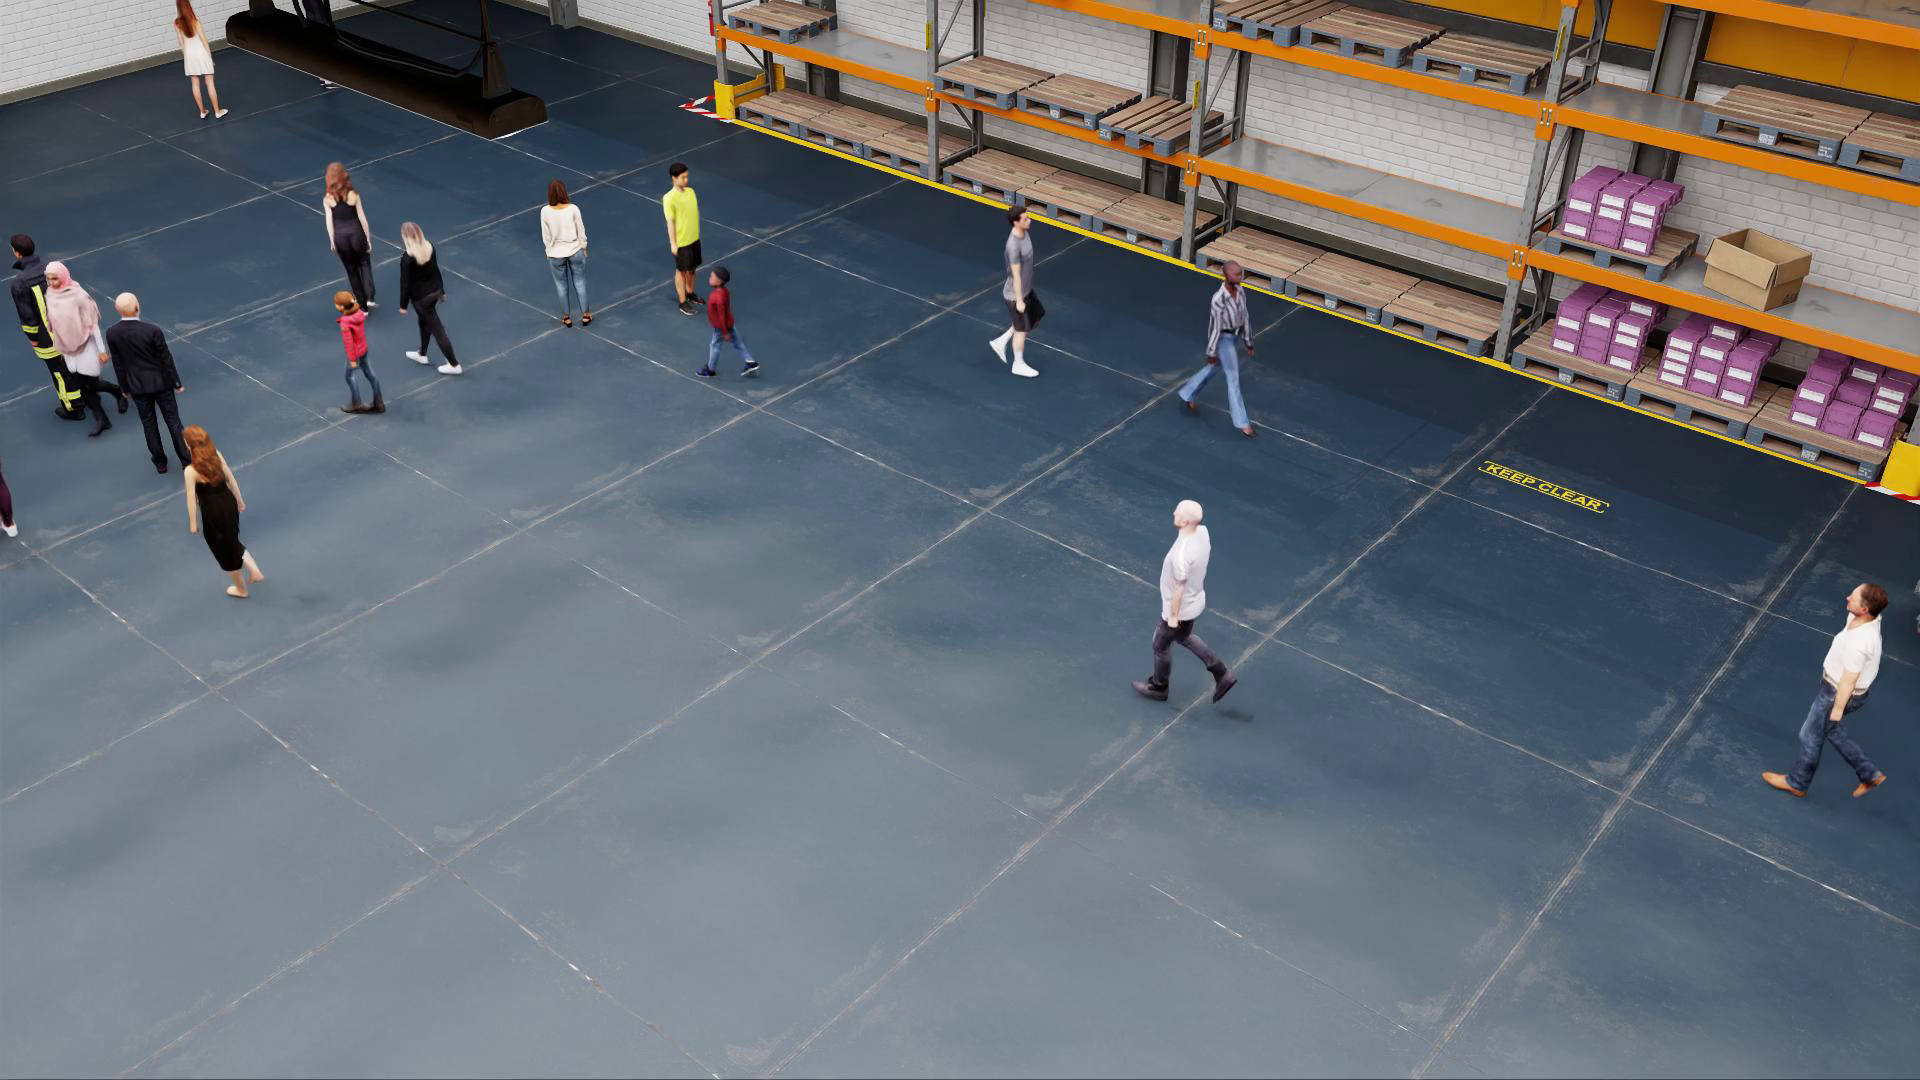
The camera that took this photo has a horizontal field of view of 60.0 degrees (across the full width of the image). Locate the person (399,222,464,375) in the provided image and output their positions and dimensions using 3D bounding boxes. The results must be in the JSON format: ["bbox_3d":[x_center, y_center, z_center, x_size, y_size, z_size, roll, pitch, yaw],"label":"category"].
[{"bbox_3d":[-5.393,-2.439,17.051,1.030,1.664,0.822,11,35,16],"label":"person"}]

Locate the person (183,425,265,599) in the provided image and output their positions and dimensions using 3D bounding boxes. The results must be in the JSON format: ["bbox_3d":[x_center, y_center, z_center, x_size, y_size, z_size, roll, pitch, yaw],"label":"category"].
[{"bbox_3d":[-6.048,-0.199,13.729,0.756,1.612,0.717,10,35,14],"label":"person"}]

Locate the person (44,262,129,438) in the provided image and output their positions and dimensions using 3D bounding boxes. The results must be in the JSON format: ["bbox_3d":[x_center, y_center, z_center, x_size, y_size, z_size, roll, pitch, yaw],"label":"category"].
[{"bbox_3d":[-8.446,-1.883,16.101,0.863,1.790,0.888,8,34,12],"label":"person"}]

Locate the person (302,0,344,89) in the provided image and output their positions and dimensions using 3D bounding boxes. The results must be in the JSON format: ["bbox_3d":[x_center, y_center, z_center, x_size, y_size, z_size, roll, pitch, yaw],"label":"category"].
[{"bbox_3d":[-9.591,-7.691,24.789,0.769,1.844,0.593,-21,39,-28],"label":"person"}]

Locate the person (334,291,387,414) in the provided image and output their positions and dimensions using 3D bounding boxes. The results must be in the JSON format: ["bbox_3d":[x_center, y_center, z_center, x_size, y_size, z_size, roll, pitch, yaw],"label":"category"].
[{"bbox_3d":[-5.912,-1.844,16.481,0.768,1.305,0.689,6,34,9],"label":"person"}]

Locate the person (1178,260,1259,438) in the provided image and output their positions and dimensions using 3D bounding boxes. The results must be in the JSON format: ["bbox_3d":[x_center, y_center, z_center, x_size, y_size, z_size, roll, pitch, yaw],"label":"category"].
[{"bbox_3d":[2.500,-1.901,16.169,1.194,1.744,0.707,21,39,29],"label":"person"}]

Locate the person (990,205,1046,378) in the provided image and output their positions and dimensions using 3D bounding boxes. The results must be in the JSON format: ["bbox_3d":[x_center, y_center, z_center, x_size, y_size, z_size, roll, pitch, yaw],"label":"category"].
[{"bbox_3d":[0.522,-2.553,17.054,0.909,1.850,0.802,12,35,17],"label":"person"}]

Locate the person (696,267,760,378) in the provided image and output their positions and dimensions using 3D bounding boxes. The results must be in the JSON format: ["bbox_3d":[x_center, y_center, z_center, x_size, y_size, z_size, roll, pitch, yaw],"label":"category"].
[{"bbox_3d":[-2.369,-2.230,17.119,0.945,1.241,0.811,2,34,3],"label":"person"}]

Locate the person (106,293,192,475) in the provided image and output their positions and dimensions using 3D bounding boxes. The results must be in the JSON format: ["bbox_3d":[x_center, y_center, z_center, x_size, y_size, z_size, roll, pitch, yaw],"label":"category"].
[{"bbox_3d":[-7.528,-1.453,15.446,0.758,1.799,0.801,-5,34,-8],"label":"person"}]

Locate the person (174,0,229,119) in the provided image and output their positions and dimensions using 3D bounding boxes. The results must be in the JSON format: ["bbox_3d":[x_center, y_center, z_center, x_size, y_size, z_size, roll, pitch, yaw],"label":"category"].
[{"bbox_3d":[-10.870,-6.875,23.682,0.637,1.712,0.707,0,34,0],"label":"person"}]

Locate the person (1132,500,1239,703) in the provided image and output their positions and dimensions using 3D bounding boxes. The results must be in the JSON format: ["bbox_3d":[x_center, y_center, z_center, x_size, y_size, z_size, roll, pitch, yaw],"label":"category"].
[{"bbox_3d":[1.742,0.520,12.467,1.093,1.810,0.794,16,37,23],"label":"person"}]

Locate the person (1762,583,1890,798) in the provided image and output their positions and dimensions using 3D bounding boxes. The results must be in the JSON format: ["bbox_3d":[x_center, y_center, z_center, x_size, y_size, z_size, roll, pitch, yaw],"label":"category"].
[{"bbox_3d":[6.230,1.102,11.567,0.983,1.837,0.705,22,39,29],"label":"person"}]

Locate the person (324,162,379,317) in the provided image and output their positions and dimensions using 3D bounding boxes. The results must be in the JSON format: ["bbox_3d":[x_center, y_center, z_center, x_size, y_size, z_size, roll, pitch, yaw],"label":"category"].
[{"bbox_3d":[-6.663,-3.241,18.195,0.731,1.733,0.806,-13,36,-19],"label":"person"}]

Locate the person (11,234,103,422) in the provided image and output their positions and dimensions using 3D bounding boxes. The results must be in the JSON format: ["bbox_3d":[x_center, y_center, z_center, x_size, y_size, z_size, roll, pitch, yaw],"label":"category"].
[{"bbox_3d":[-8.883,-2.094,16.295,0.810,1.927,0.864,11,35,17],"label":"person"}]

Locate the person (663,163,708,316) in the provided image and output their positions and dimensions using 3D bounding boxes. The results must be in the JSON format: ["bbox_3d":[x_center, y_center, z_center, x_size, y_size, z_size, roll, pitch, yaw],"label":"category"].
[{"bbox_3d":[-3.061,-3.359,18.396,0.639,1.708,0.677,17,37,24],"label":"person"}]

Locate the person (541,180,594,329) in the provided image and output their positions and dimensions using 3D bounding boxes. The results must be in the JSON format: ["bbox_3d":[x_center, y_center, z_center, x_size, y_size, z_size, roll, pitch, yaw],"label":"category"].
[{"bbox_3d":[-4.271,-3.107,18.040,0.697,1.683,0.743,-5,34,-7],"label":"person"}]
